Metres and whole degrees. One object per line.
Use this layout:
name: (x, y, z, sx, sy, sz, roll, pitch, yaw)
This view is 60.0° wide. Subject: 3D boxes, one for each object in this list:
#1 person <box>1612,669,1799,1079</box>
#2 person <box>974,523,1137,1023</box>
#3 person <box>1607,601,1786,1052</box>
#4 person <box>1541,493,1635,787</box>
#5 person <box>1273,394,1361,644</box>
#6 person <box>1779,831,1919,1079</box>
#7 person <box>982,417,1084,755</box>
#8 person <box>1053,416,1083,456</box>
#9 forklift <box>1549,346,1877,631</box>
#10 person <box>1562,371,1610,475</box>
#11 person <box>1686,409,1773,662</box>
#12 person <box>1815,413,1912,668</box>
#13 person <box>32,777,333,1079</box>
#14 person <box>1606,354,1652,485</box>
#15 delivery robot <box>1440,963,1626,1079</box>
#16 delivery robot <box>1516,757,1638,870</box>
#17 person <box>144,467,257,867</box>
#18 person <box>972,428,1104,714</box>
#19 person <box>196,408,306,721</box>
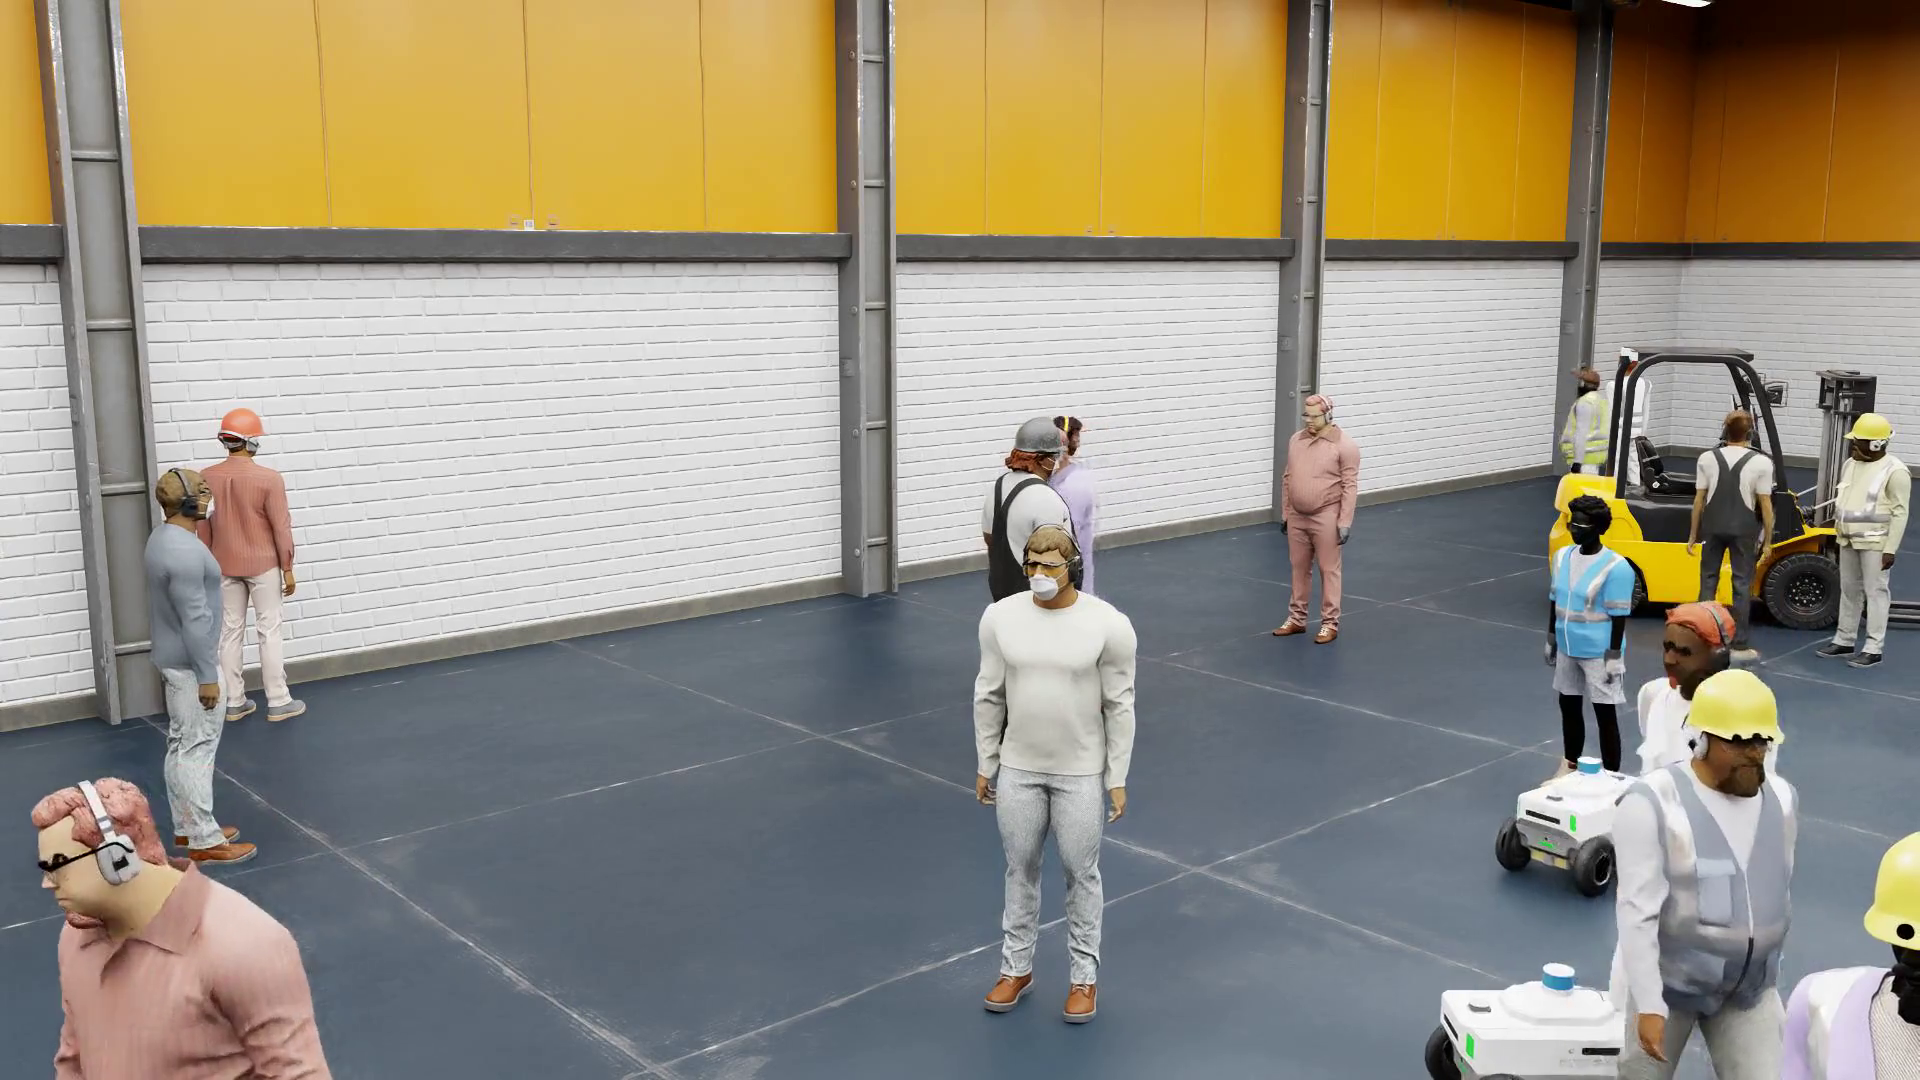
person: (2.136, 1.261, 4.685, 0.600, 1.788, 0.913, -1, 10, -8)
person: (0.352, 0.890, 6.423, 0.635, 1.938, 0.360, 3, 10, 18)
person: (2.485, 1.094, 5.551, 1.023, 1.840, 0.600, -4, 11, -23)
person: (3.366, 0.588, 8.936, 0.324, 1.688, 0.537, -4, 11, -23)
person: (2.710, -0.165, 12.718, 0.407, 1.902, 0.639, -9, 13, -43)
person: (1.771, 1.462, 3.109, 0.365, 1.927, 0.588, -8, 13, -39)
person: (0.451, 0.303, 9.563, 0.535, 2.000, 0.687, -5, 11, -28)
person: (0.669, 0.043, 11.668, 0.657, 1.836, 0.689, -3, 10, -18)
forklift: (6.109, -0.478, 13.691, 2.313, 2.155, 1.214, 3, 10, 16)
person: (6.227, -0.775, 16.585, 0.432, 1.807, 0.692, 6, 12, 33)
person: (5.609, -0.022, 12.104, 0.587, 1.838, 0.339, 6, 12, 34)
person: (6.499, 0.002, 11.948, 0.404, 1.829, 0.591, -2, 10, -11)
person: (-1.668, 1.404, 3.661, 0.674, 1.855, 0.654, 6, 11, 32)
person: (7.461, -1.176, 18.691, 0.575, 1.883, 0.355, -3, 10, -18)
delivery robot: (2.007, 1.674, 5.608, 0.707, 0.478, 0.477, 0, 10, 1)
delivery robot: (2.982, 1.279, 7.923, 0.707, 0.478, 0.477, -7, 12, -36)
person: (-3.711, 0.610, 8.064, 0.367, 1.940, 0.634, -7, 12, -35)
person: (0.540, 0.225, 10.555, 0.961, 1.862, 0.650, -3, 10, -18)
person: (-4.493, 0.163, 10.520, 0.613, 1.994, 0.382, 1, 10, 6)
